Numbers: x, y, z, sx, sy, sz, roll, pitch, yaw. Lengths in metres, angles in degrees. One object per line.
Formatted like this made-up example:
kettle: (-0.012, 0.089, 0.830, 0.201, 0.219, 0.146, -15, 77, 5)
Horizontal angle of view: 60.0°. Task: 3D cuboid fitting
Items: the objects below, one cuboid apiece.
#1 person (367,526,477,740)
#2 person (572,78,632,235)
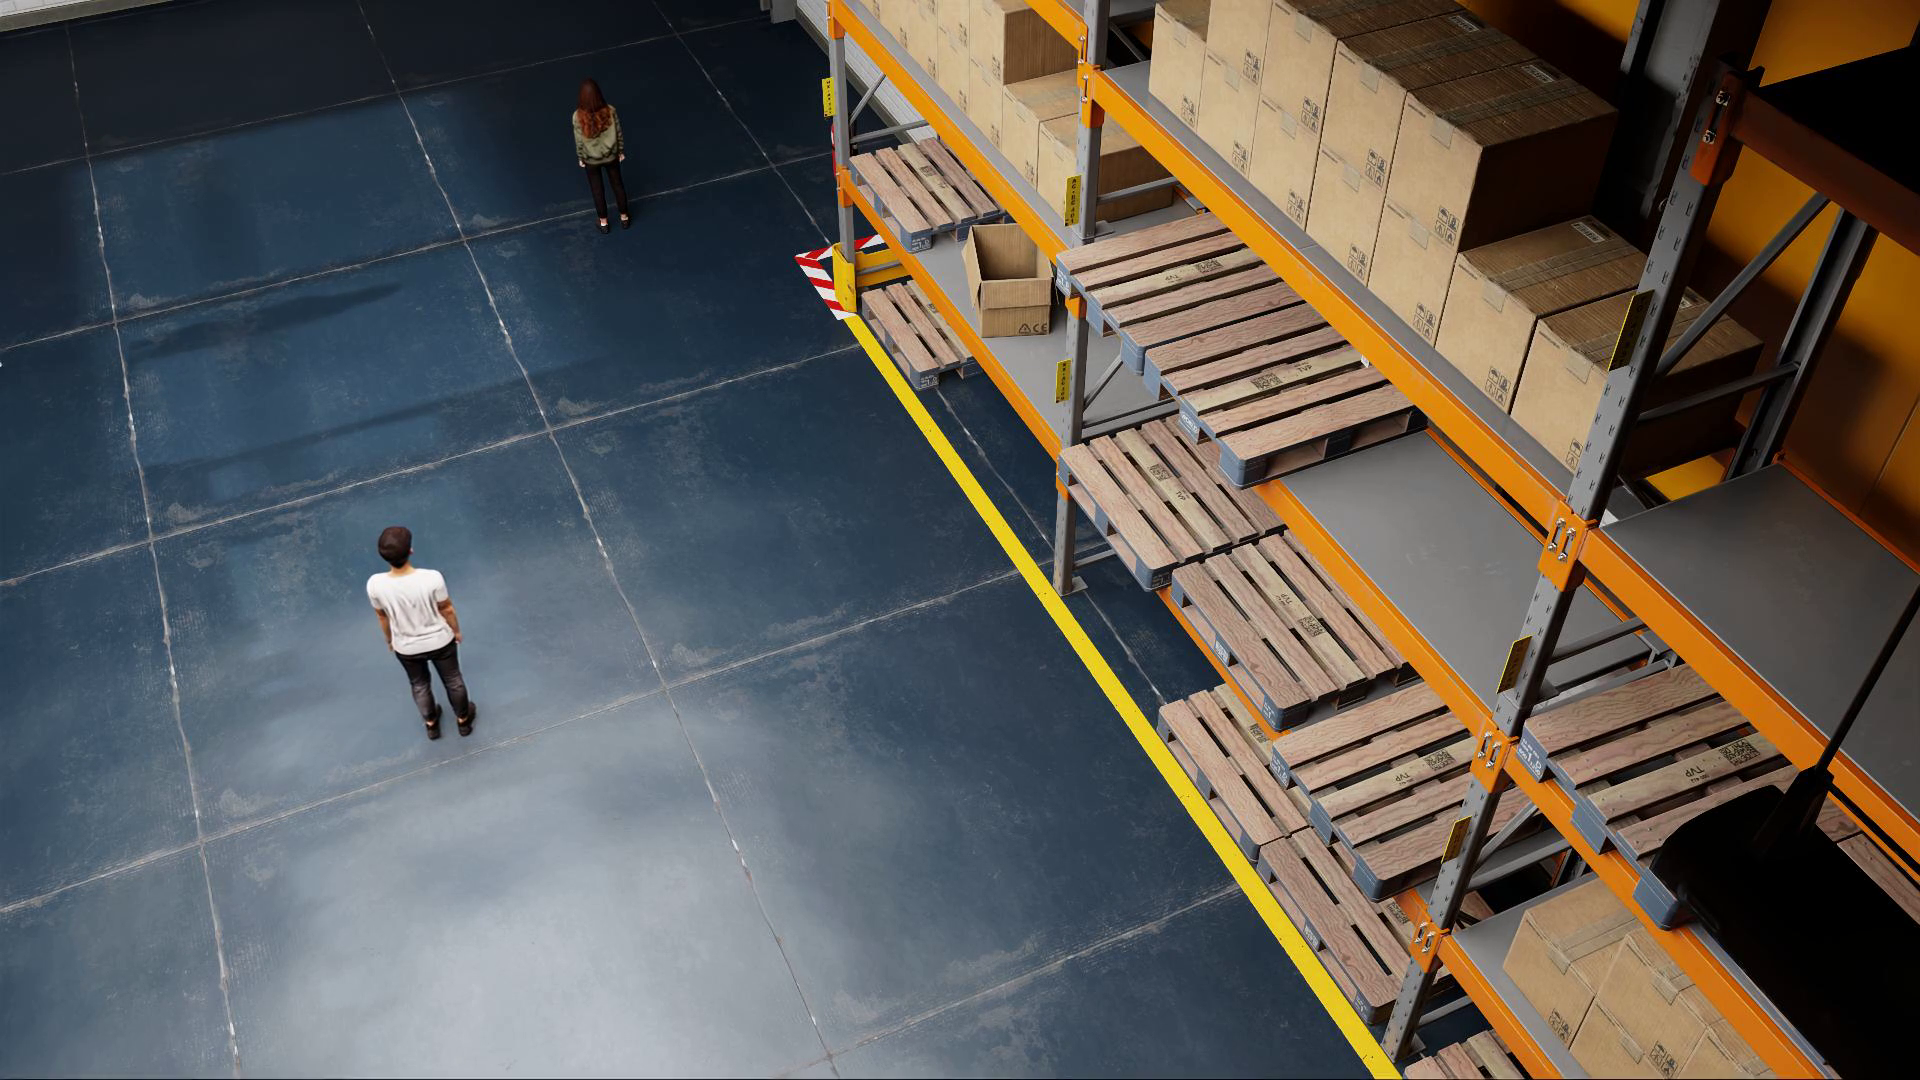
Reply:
person: (-3.381, 0.600, 10.419, 0.652, 1.718, 0.595, -9, 44, -9)
person: (-3.199, -3.427, 14.822, 0.586, 1.475, 0.515, -14, 45, -15)
